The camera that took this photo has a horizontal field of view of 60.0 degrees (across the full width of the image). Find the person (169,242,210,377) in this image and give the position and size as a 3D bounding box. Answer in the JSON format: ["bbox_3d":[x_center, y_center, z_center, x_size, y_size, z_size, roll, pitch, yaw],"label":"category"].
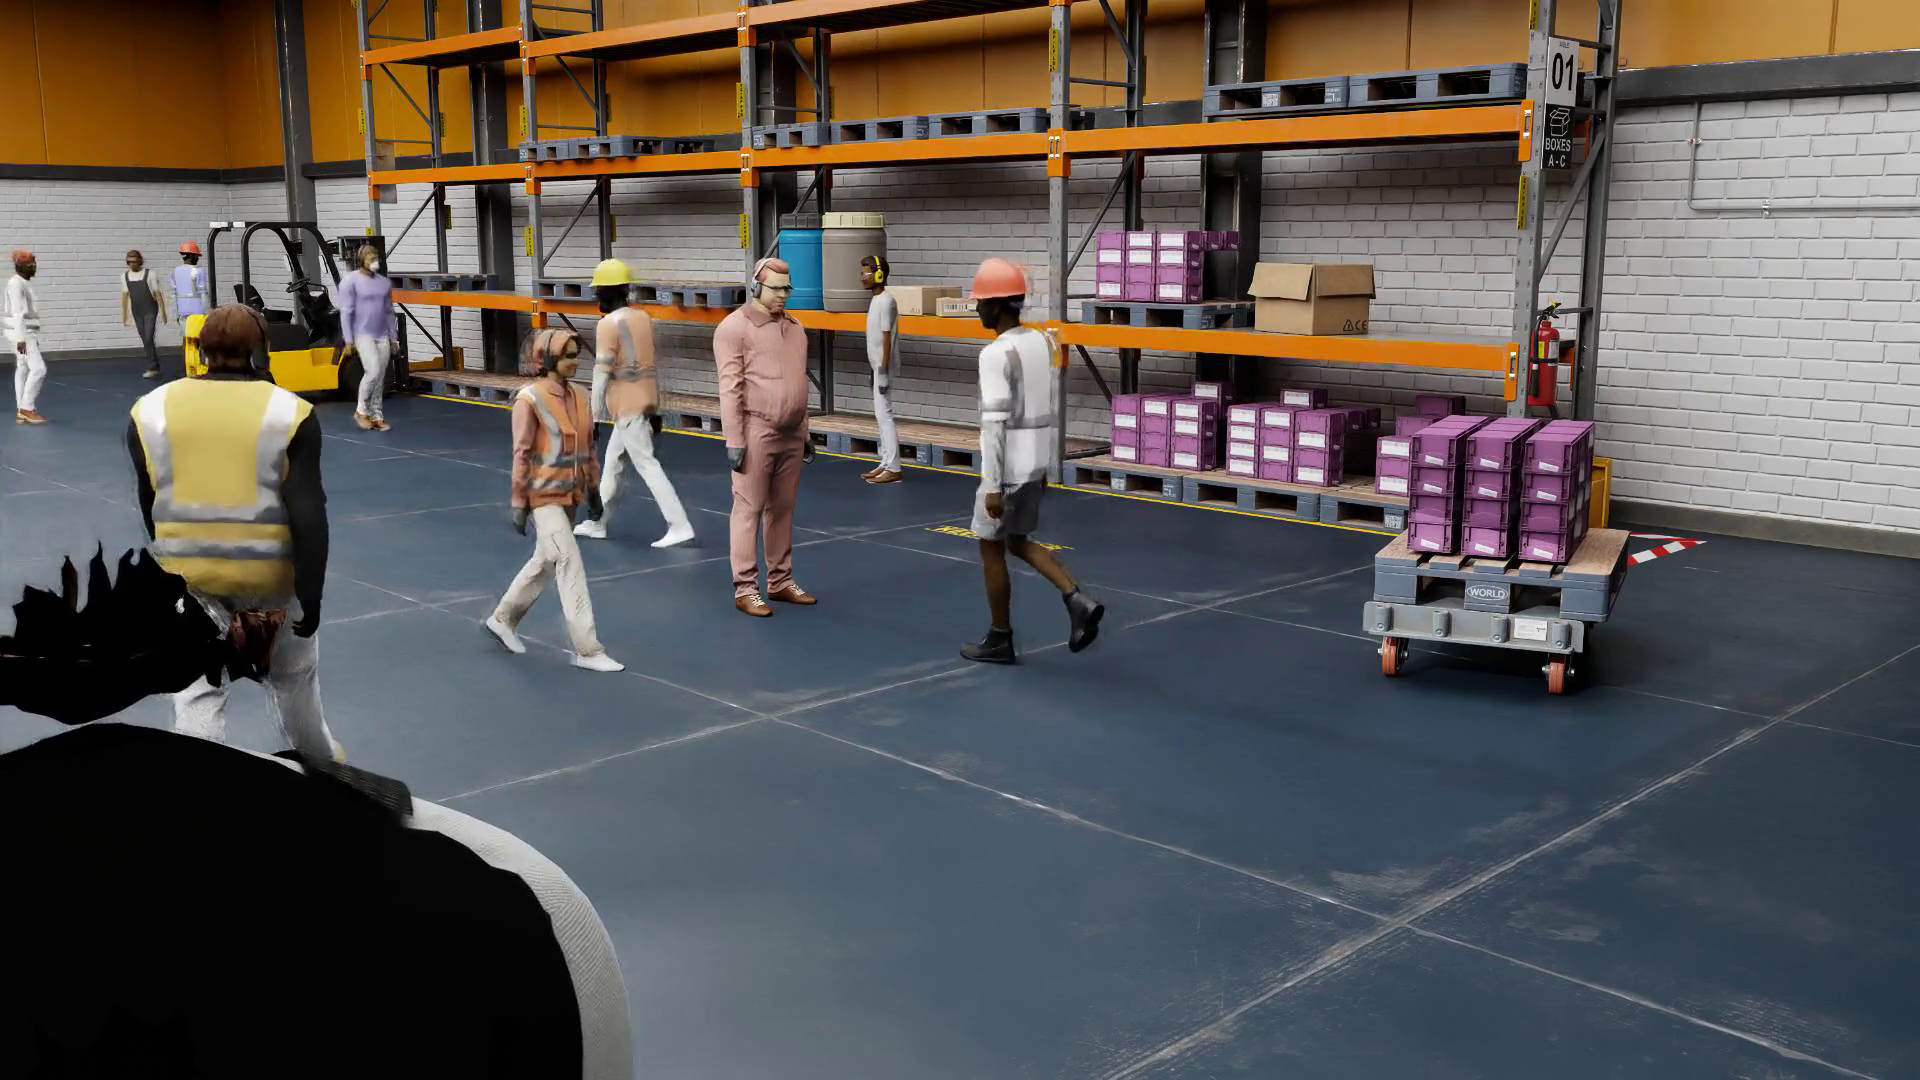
[{"bbox_3d":[-10.582,-3.138,22.960,0.542,1.930,0.375,2,11,12],"label":"person"}]

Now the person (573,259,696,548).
[{"bbox_3d":[-2.161,-0.880,10.823,1.014,1.873,0.610,3,11,14],"label":"person"}]

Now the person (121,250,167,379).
[{"bbox_3d":[-11.549,-3.173,23.452,0.551,1.814,0.734,0,10,2],"label":"person"}]

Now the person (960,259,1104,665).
[{"bbox_3d":[0.306,-0.335,7.710,0.626,1.916,0.566,7,12,34],"label":"person"}]

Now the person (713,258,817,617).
[{"bbox_3d":[-1.011,-0.554,8.952,0.406,1.901,0.639,8,13,36],"label":"person"}]

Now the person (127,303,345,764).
[{"bbox_3d":[-2.411,0.110,5.609,0.638,1.793,0.939,-1,10,-7],"label":"person"}]

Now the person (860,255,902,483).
[{"bbox_3d":[-0.654,-1.395,13.665,0.320,1.860,0.505,-2,11,-11],"label":"person"}]

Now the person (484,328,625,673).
[{"bbox_3d":[-1.953,-0.201,7.832,0.830,1.601,0.526,4,11,21],"label":"person"}]

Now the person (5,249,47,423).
[{"bbox_3d":[-9.987,-2.160,17.779,0.402,1.871,0.686,-4,11,-19],"label":"person"}]

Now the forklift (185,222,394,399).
[{"bbox_3d":[-8.169,-2.758,20.163,2.313,2.155,1.214,-10,14,-44],"label":"forklift"}]

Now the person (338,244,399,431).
[{"bbox_3d":[-6.051,-2.072,17.143,0.434,1.928,0.652,5,12,27],"label":"person"}]
